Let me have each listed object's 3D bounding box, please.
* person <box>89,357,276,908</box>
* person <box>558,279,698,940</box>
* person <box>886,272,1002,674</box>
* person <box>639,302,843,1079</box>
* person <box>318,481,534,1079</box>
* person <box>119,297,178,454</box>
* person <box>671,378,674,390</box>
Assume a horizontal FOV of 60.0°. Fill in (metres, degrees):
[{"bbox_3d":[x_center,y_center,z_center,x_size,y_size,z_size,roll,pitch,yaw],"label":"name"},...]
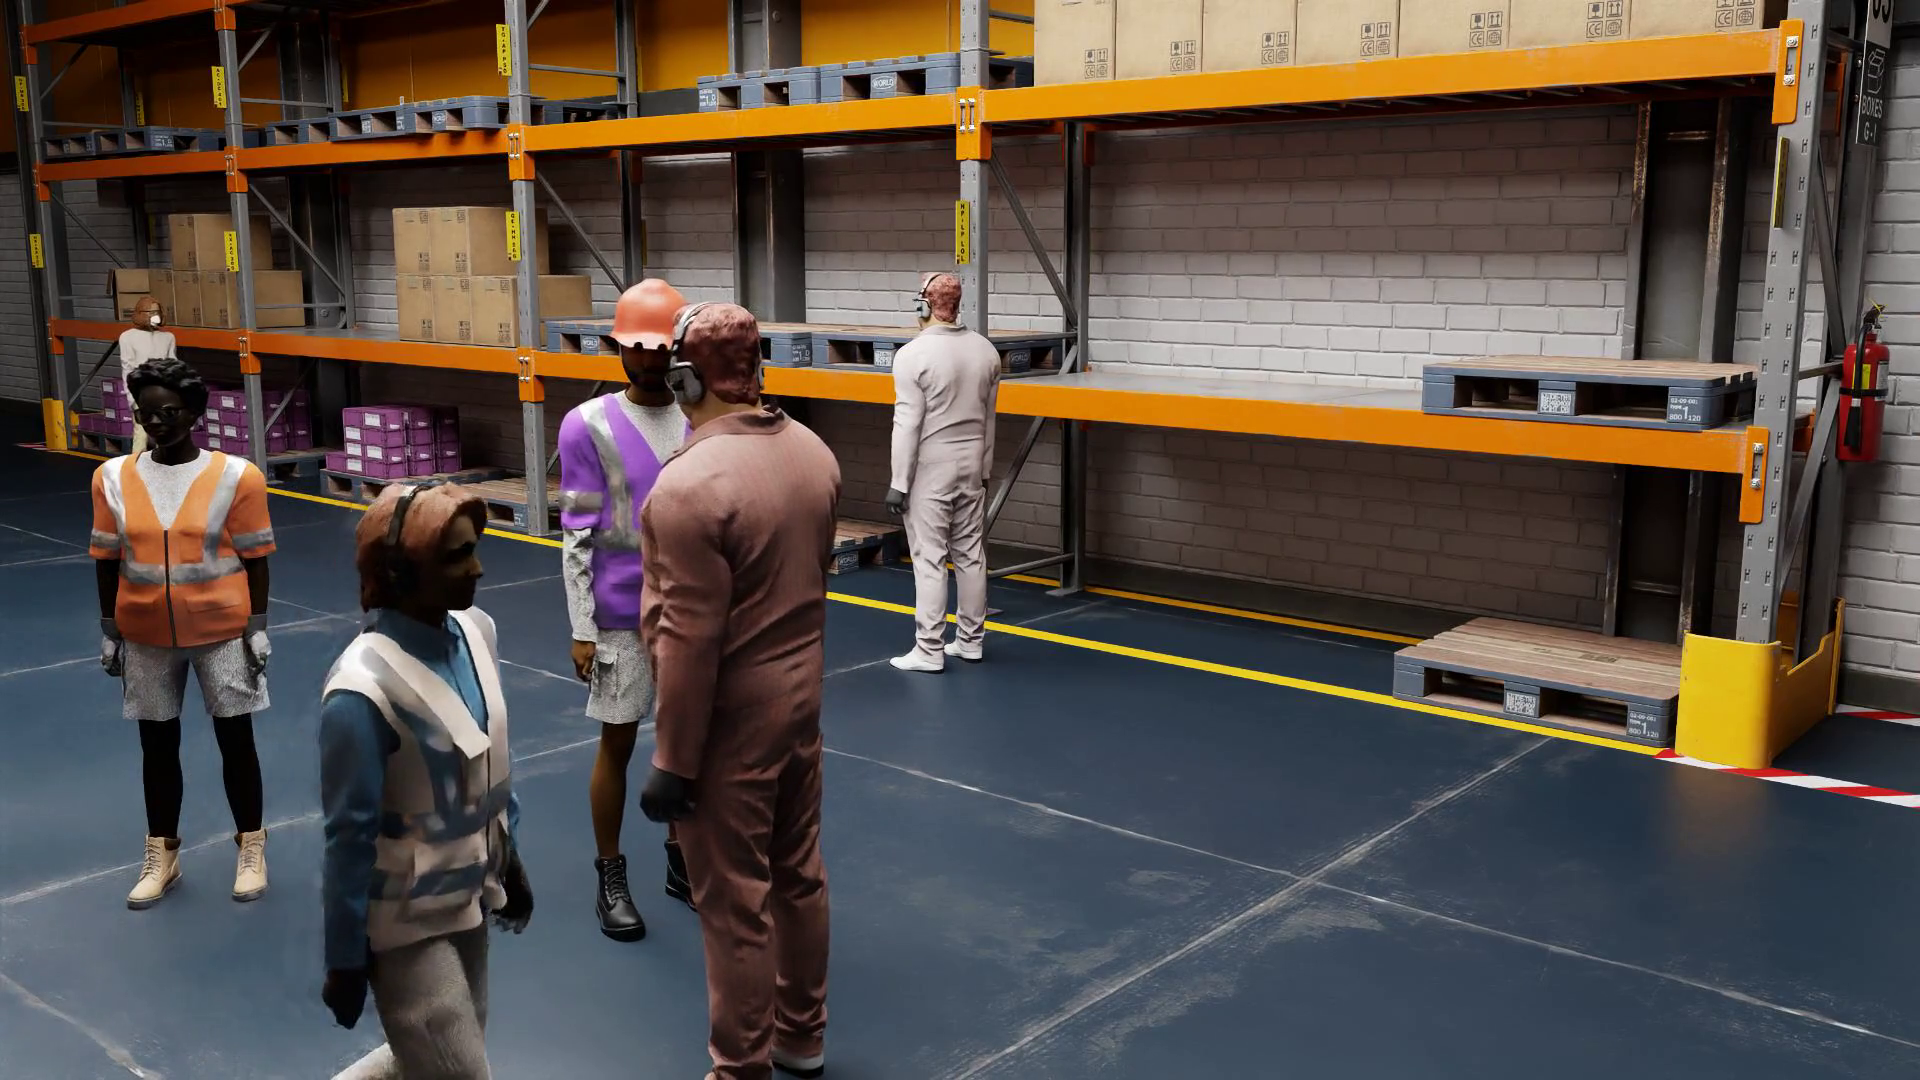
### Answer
[{"bbox_3d":[-2.382,0.287,5.128,0.535,1.697,0.318,-2,10,-10],"label":"person"},{"bbox_3d":[-0.891,0.204,4.921,0.550,1.933,0.370,-7,12,-36],"label":"person"},{"bbox_3d":[-0.105,-0.316,7.964,0.638,1.909,0.408,-10,14,-44],"label":"person"},{"bbox_3d":[-0.531,0.411,3.840,0.403,1.904,0.637,5,11,24],"label":"person"},{"bbox_3d":[-1.078,0.686,3.090,0.666,1.616,0.518,1,10,7],"label":"person"},{"bbox_3d":[-6.674,-1.192,13.757,0.277,1.630,0.501,6,12,31],"label":"person"},{"bbox_3d":[-1.291,-0.146,7.772,0.266,1.631,0.507,2,10,14],"label":"person"}]
